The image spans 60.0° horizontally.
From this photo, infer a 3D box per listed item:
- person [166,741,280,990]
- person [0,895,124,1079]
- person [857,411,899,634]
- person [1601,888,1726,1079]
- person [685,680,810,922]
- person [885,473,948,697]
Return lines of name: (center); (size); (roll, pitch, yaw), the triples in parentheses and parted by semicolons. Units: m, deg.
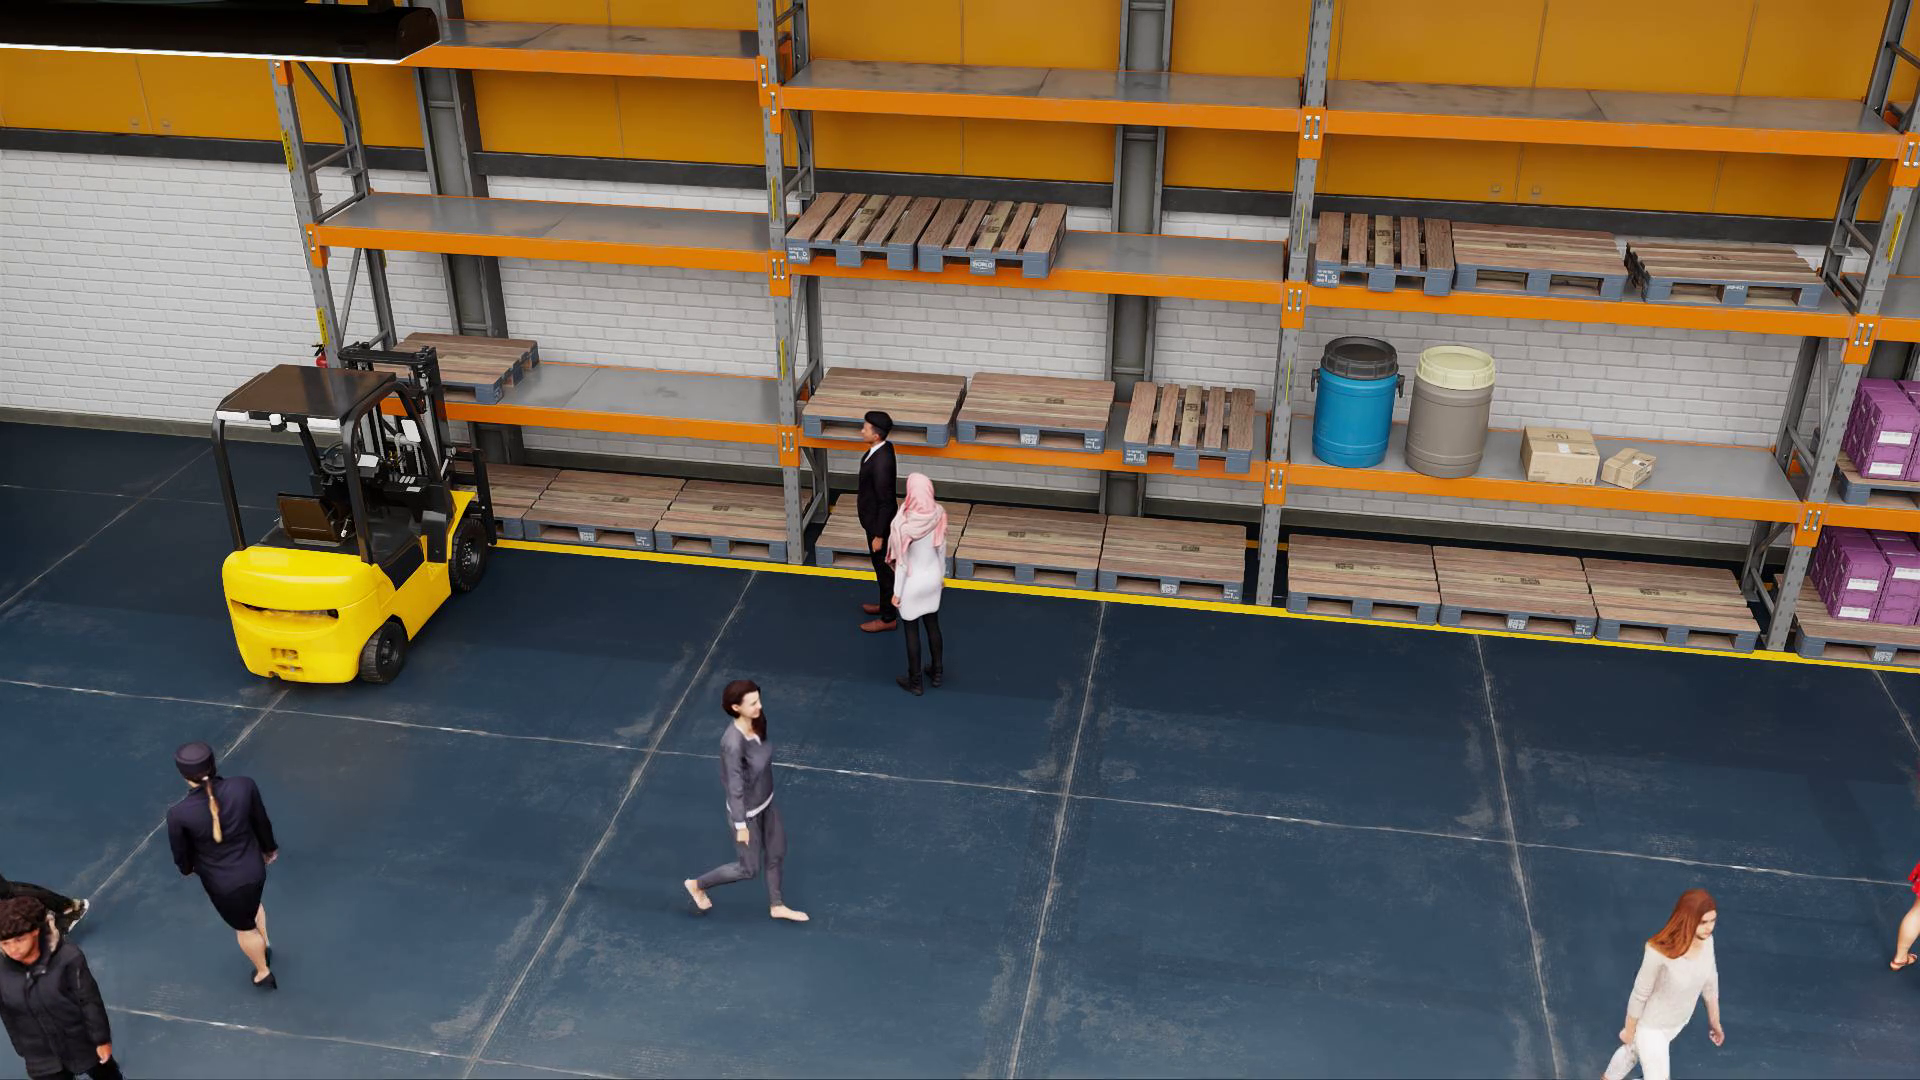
person: (-4.128, 1.930, 9.493); (0.833, 1.660, 0.805); (22, 35, 34)
person: (-4.513, 2.469, 8.404); (1.126, 1.756, 1.082); (-13, 31, -22)
person: (-0.612, -0.161, 13.093); (0.629, 1.884, 0.739); (-1, 29, -2)
person: (3.550, 2.413, 8.588); (1.055, 1.680, 1.063); (-15, 32, -26)
person: (-1.337, 1.598, 10.010); (0.984, 1.749, 0.643); (6, 29, 11)
person: (-0.301, 0.320, 12.295); (0.738, 1.803, 0.797); (-19, 34, -31)
